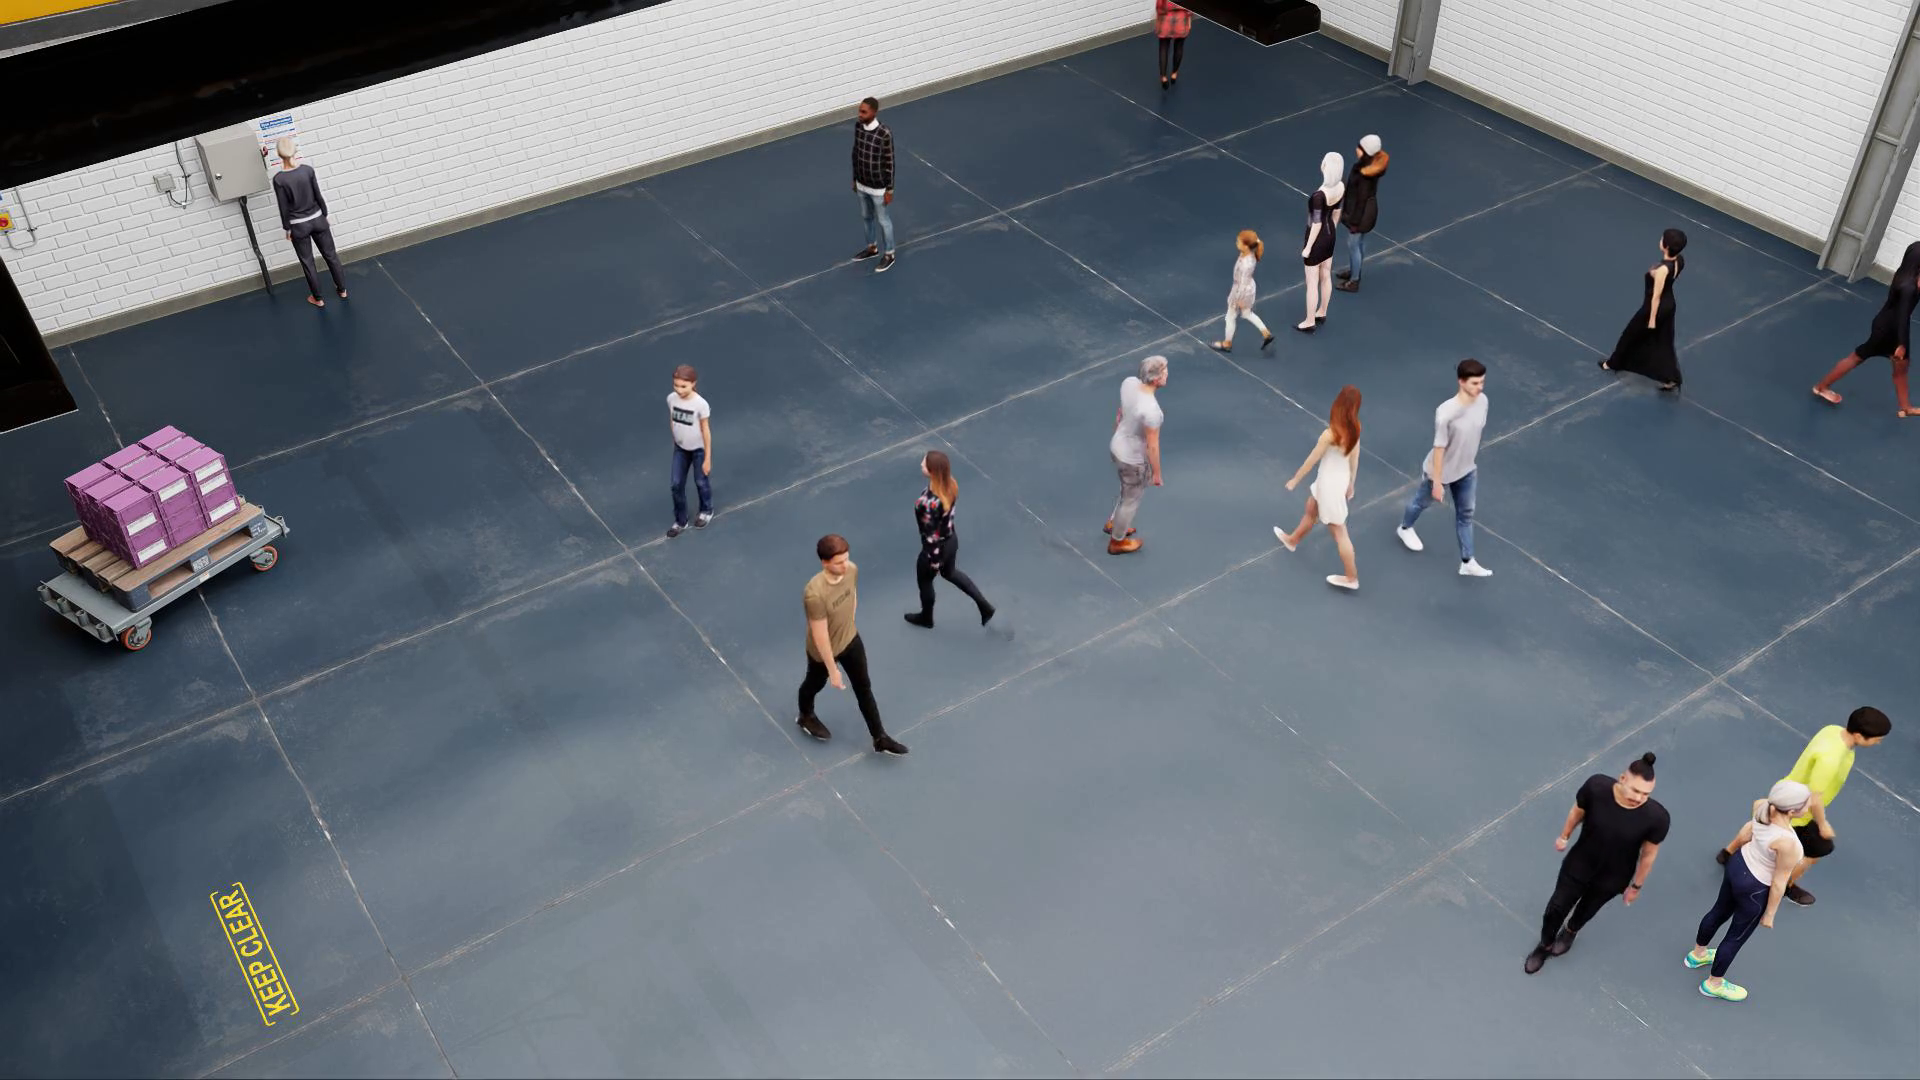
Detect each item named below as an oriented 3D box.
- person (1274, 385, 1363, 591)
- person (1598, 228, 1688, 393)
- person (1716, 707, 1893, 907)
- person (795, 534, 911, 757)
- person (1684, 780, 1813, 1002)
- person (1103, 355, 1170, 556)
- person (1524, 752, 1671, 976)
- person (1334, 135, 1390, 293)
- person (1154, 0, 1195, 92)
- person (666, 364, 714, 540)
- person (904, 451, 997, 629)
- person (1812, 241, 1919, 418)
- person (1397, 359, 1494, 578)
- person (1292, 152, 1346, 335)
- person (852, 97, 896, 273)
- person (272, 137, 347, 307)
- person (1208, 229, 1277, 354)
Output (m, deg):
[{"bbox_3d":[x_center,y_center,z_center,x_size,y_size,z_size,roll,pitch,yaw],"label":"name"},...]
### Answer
[{"bbox_3d":[2.922,-0.352,12.744,0.696,1.656,1.157,-31,48,-33],"label":"person"},{"bbox_3d":[6.322,-2.015,14.901,0.626,1.562,1.035,-28,46,-30],"label":"person"},{"bbox_3d":[5.130,1.615,10.278,0.960,1.660,0.846,14,41,17],"label":"person"},{"bbox_3d":[-0.940,0.689,11.319,1.236,1.807,0.907,27,46,30],"label":"person"},{"bbox_3d":[4.617,2.020,9.737,0.740,1.702,0.636,-2,39,-2],"label":"person"},{"bbox_3d":[1.270,-0.645,12.994,0.883,1.802,0.704,-12,40,-15],"label":"person"},{"bbox_3d":[3.833,1.837,9.852,0.821,1.843,0.896,27,46,30],"label":"person"},{"bbox_3d":[3.950,-3.220,16.355,0.782,1.631,0.738,11,40,13],"label":"person"},{"bbox_3d":[2.571,-6.236,20.086,0.949,1.688,1.019,5,39,6],"label":"person"},{"bbox_3d":[-2.125,-0.788,13.373,0.792,1.553,0.824,14,41,17],"label":"person"},{"bbox_3d":[-0.076,0.037,12.250,1.036,1.665,0.899,13,40,15],"label":"person"},{"bbox_3d":[8.056,-1.841,14.601,1.280,1.664,0.948,23,44,26],"label":"person"},{"bbox_3d":[3.744,-0.613,12.923,0.781,1.841,1.187,-19,42,-22],"label":"person"},{"bbox_3d":[3.401,-2.803,15.674,0.618,1.829,0.552,-31,48,-33],"label":"person"},{"bbox_3d":[-0.851,-3.589,16.666,0.572,1.819,0.781,28,47,31],"label":"person"},{"bbox_3d":[-6.336,-3.094,16.121,0.613,1.725,0.535,-27,46,-29],"label":"person"},{"bbox_3d":[2.703,-2.294,15.465,0.922,1.294,0.786,13,41,16],"label":"person"}]
